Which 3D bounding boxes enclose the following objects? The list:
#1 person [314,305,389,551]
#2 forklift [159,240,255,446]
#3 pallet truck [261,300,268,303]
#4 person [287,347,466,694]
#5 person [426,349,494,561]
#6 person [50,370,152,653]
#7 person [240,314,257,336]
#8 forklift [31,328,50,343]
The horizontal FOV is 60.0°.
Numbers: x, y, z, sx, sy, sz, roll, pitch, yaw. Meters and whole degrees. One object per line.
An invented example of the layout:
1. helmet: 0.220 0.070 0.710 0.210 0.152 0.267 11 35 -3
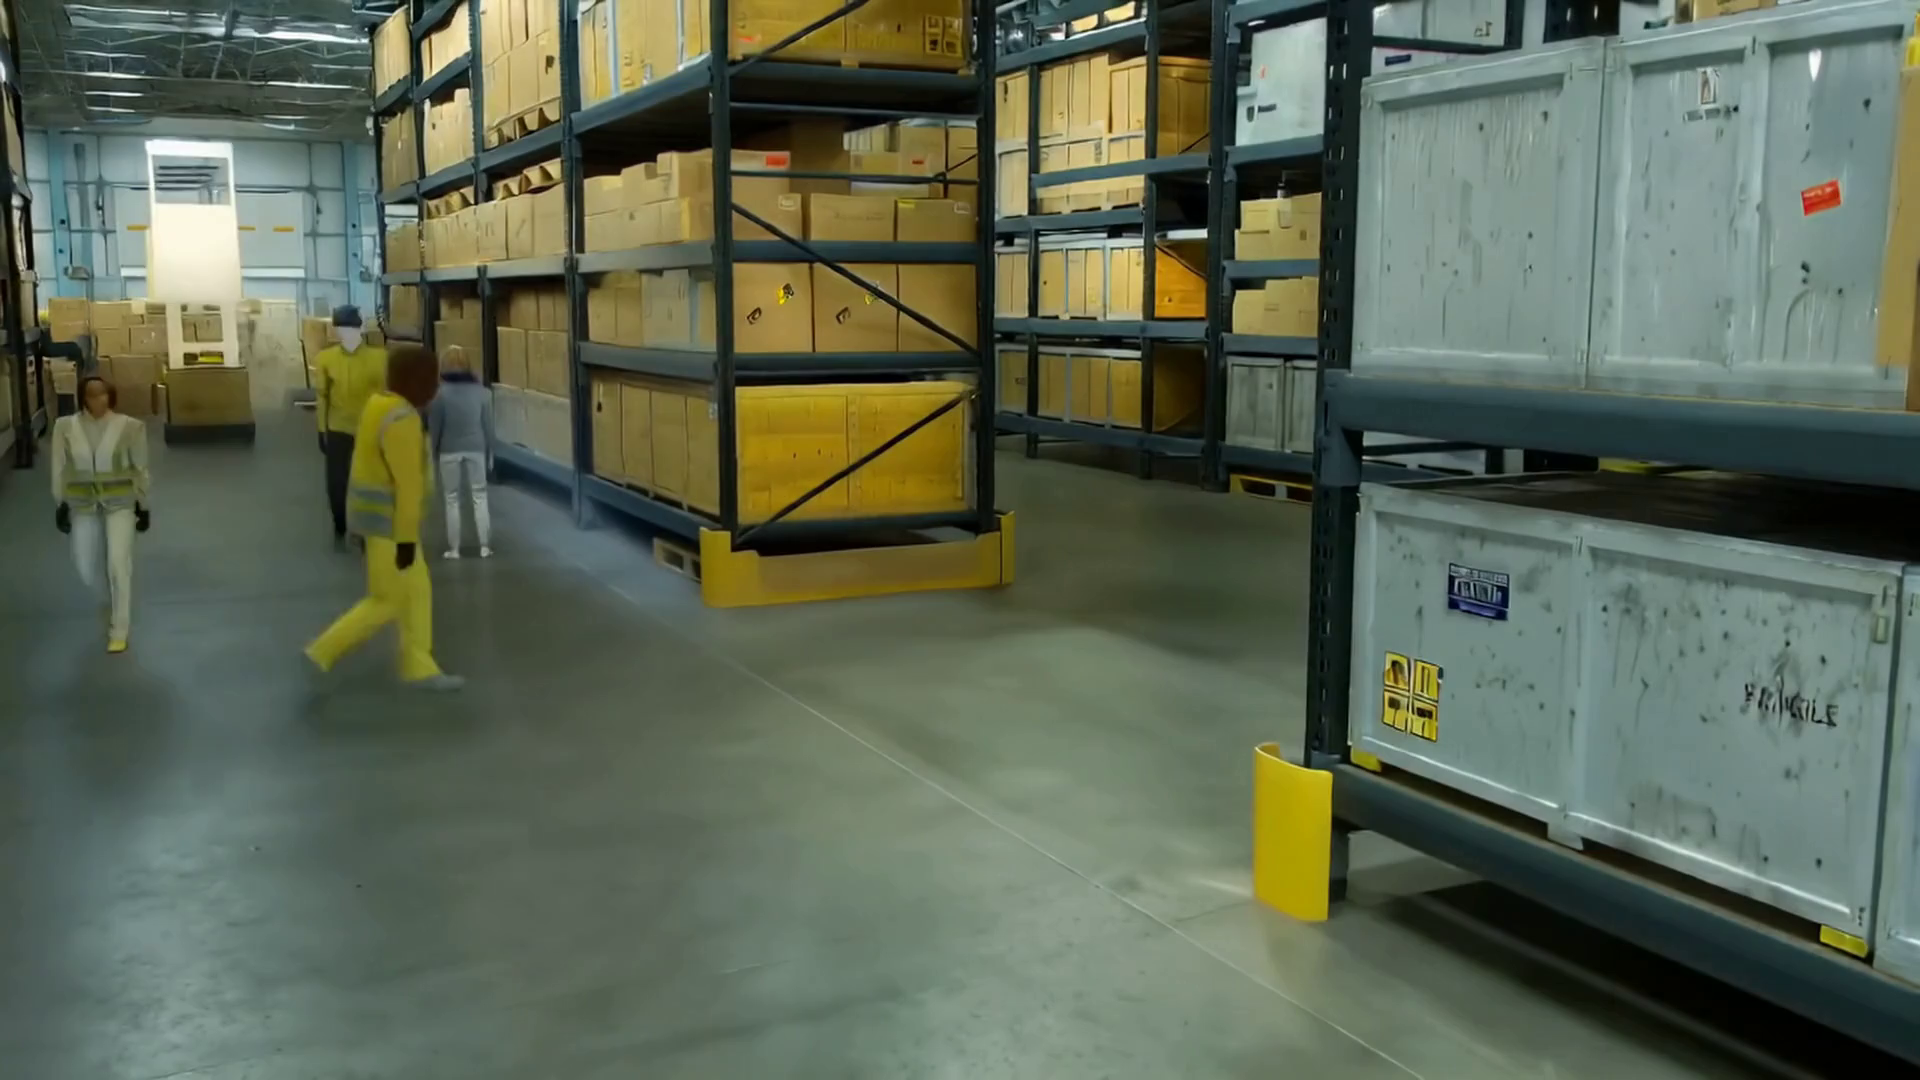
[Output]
1. person: -4.825 -0.874 13.240 0.619 1.975 0.596 -2 8 -11
2. forklift: -10.555 -2.769 23.185 1.129 2.768 1.873 -4 9 -26
3. pallet truck: -23.913 -7.404 58.171 1.885 1.965 0.823 -1 8 -9
4. person: -2.929 -0.061 8.281 0.792 1.800 0.638 -4 9 -28
5. person: -3.859 -0.652 12.865 0.501 1.631 0.285 -3 9 -23
6. person: -4.953 -0.181 9.648 0.526 1.621 0.562 -2 8 -13
7. person: -14.619 -3.926 34.516 0.772 1.893 0.635 -7 11 -41
8. forklift: -28.778 -6.719 50.422 1.873 2.768 1.129 -3 9 -19
